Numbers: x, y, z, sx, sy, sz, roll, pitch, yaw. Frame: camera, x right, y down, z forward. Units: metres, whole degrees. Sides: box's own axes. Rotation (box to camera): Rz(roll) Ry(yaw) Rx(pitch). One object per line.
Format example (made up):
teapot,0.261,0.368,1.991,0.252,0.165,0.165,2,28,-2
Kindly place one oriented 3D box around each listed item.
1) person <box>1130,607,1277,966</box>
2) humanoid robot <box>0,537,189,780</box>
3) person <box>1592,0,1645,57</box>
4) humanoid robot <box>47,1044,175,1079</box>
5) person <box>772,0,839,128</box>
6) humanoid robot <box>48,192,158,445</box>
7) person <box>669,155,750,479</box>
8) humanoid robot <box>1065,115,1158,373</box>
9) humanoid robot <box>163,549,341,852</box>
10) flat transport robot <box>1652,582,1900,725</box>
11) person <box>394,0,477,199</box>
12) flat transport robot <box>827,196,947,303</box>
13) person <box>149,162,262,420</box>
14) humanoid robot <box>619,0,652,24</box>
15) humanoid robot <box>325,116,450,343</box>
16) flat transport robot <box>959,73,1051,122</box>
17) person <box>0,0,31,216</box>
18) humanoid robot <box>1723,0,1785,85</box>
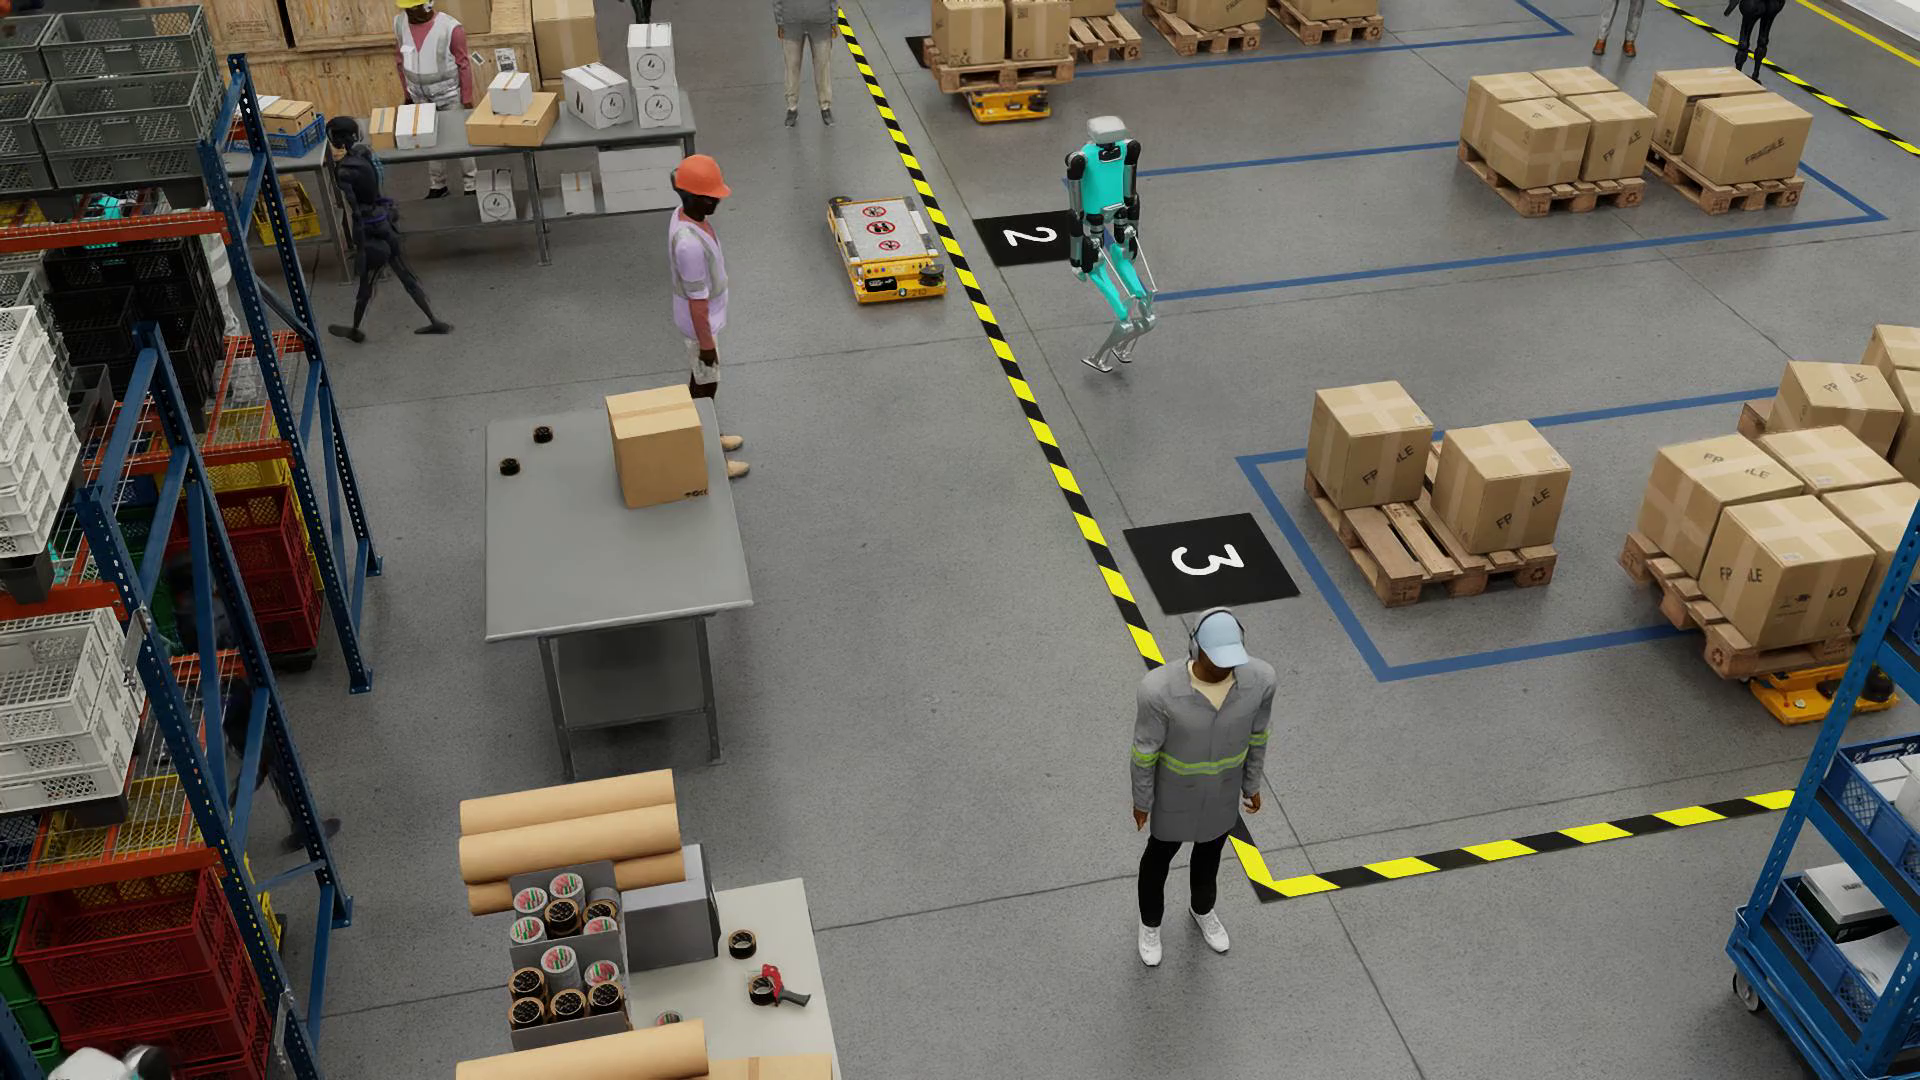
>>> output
person,0.983,1.022,6.854,0.588,1.852,0.374,-8,37,-10
humanoid robot,-3.933,0.433,7.681,0.692,1.727,0.530,-6,37,-8
person,6.362,-5.480,15.571,0.585,1.879,0.381,8,37,11
humanoid robot,-2.363,2.253,5.286,1.031,1.718,0.572,10,38,13
person,-1.313,-4.426,14.243,0.563,1.769,0.392,-3,37,-4
humanoid robot,-5.081,-1.313,10.006,0.531,1.691,0.730,-5,37,-6
person,-1.493,-1.317,9.846,0.400,2.035,0.607,-5,37,-7
humanoid robot,1.031,-1.826,10.665,0.533,1.677,0.735,-20,41,-24
humanoid robot,-3.233,0.759,7.357,0.524,1.642,0.595,-28,45,-33
flat transport robot,4.331,0.414,8.974,0.652,0.197,1.431,-8,37,-10
person,-4.067,-3.466,12.908,0.586,1.825,0.404,7,37,9
flat transport robot,-0.570,-2.220,12.538,0.659,0.231,1.431,-8,37,-10
person,-4.742,-1.655,10.371,0.386,1.949,0.603,-15,39,-19
humanoid robot,-2.932,-5.291,15.504,0.598,1.635,0.695,-31,46,-34
humanoid robot,-3.973,-2.081,11.204,0.795,1.620,0.611,-1,37,-1
flat transport robot,0.330,-4.186,15.156,0.652,0.197,1.431,-8,37,-10
person,-7.103,-3.133,12.457,1.000,1.835,0.624,-13,39,-17
humanoid robot,7.205,-4.901,14.952,0.599,1.653,0.315,-13,39,-17
